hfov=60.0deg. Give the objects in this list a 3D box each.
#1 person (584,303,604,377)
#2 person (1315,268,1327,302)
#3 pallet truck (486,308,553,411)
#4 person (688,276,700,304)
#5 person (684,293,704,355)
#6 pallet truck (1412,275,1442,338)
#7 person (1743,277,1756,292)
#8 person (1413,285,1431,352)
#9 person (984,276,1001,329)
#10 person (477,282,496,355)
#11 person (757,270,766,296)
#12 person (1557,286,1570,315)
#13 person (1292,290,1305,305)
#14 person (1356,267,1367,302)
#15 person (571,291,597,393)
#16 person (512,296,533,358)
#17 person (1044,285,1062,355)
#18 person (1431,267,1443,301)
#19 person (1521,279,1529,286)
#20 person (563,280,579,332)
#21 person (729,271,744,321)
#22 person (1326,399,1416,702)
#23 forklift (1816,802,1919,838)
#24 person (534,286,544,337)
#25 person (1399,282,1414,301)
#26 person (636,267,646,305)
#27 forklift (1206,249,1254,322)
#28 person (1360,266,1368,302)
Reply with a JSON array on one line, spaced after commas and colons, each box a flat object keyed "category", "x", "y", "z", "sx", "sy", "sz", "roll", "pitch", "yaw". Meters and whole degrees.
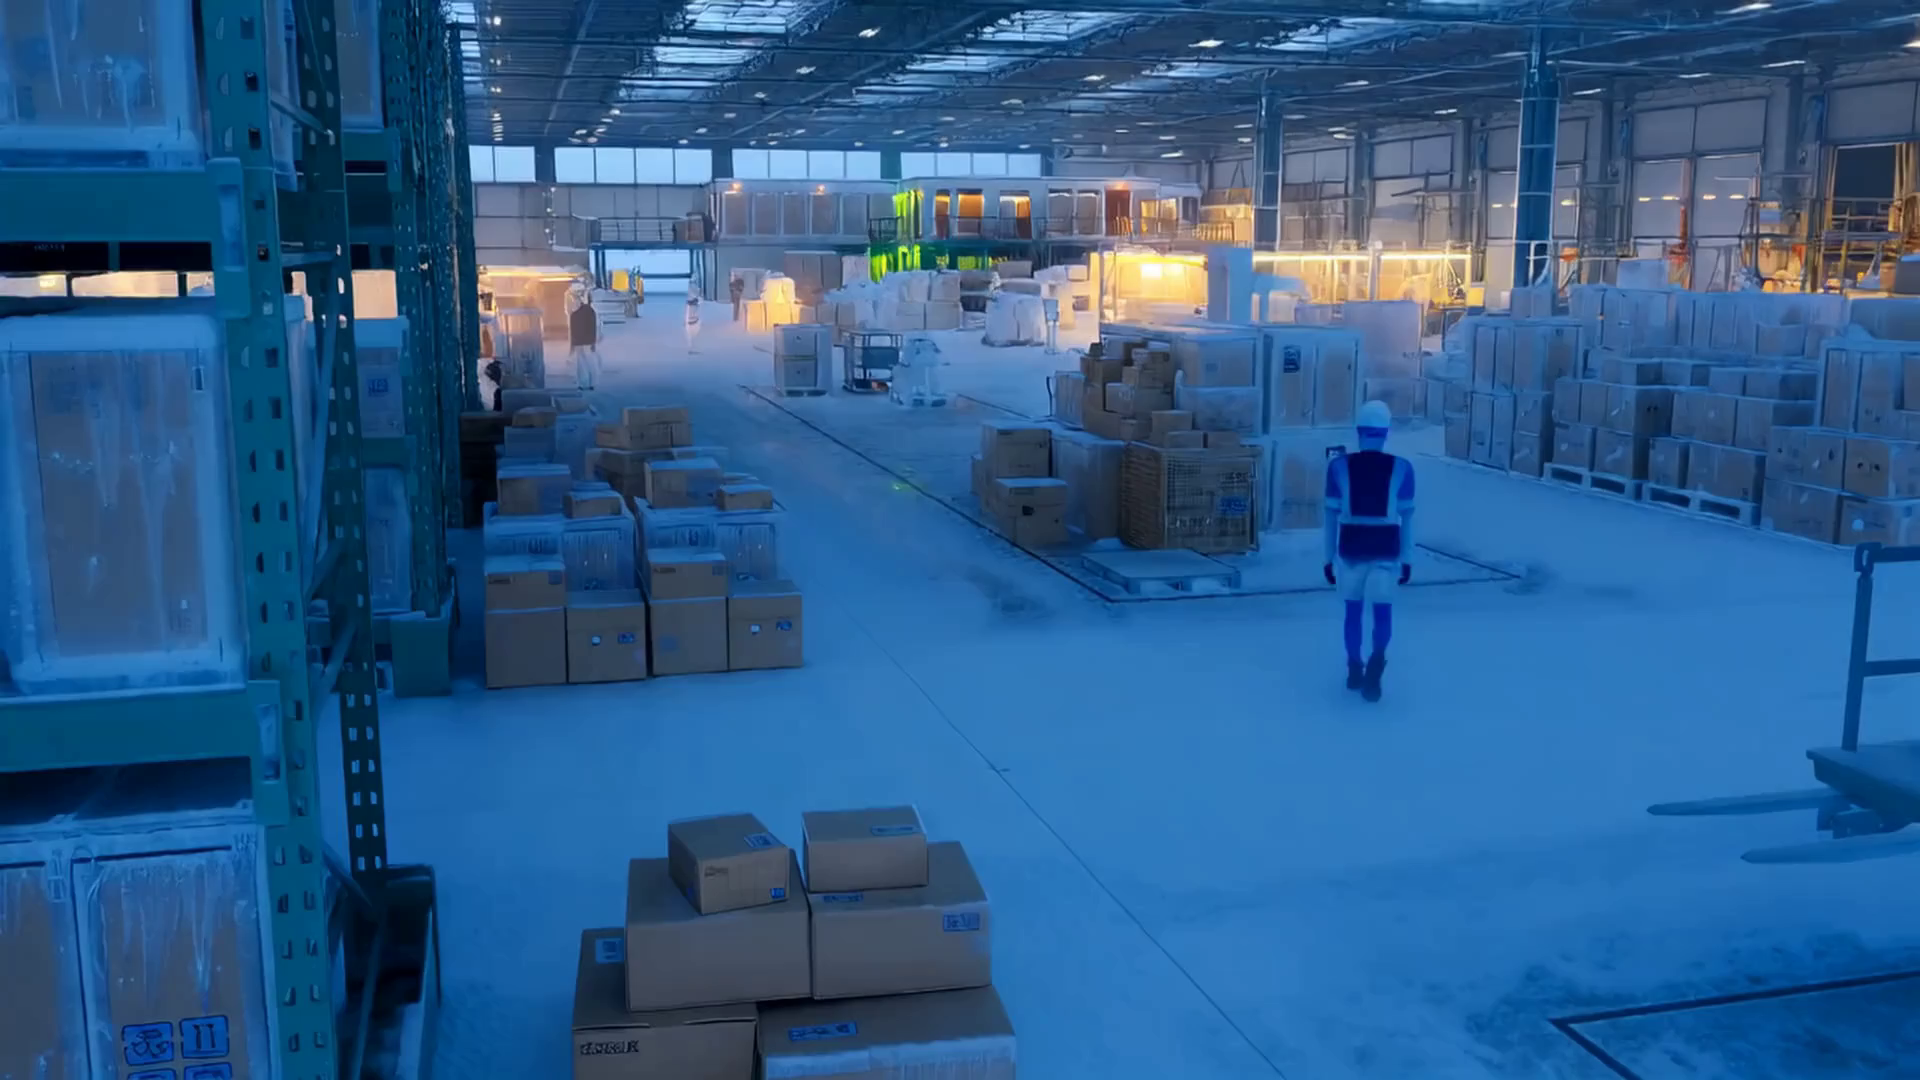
[{"category": "person", "x": -8.122, "y": -4.401, "z": 36.603, "sx": 0.585, "sy": 1.641, "sz": 0.853, "roll": 1, "pitch": 10, "yaw": 5}, {"category": "person", "x": 17.216, "y": -12.065, "z": 79.476, "sx": 0.624, "sy": 1.835, "sz": 0.431, "roll": 10, "pitch": 14, "yaw": 44}, {"category": "pallet truck", "x": -6.242, "y": -2.418, "z": 24.362, "sx": 0.823, "sy": 1.965, "sz": 1.885, "roll": 1, "pitch": 10, "yaw": 3}, {"category": "person", "x": -9.775, "y": -8.797, "z": 61.144, "sx": 0.325, "sy": 1.767, "sz": 0.533, "roll": 9, "pitch": 13, "yaw": 41}, {"category": "person", "x": -7.077, "y": -5.762, "z": 44.355, "sx": 0.546, "sy": 1.609, "sz": 0.699, "roll": 3, "pitch": 10, "yaw": 16}, {"category": "pallet truck", "x": 14.620, "y": -7.324, "z": 52.145, "sx": 0.823, "sy": 1.965, "sz": 1.885, "roll": 8, "pitch": 13, "yaw": 40}, {"category": "person", "x": 24.526, "y": -7.210, "z": 51.775, "sx": 0.383, "sy": 1.917, "sz": 0.643, "roll": 4, "pitch": 11, "yaw": 20}, {"category": "person", "x": 11.015, "y": -5.130, "z": 39.888, "sx": 0.630, "sy": 1.940, "sz": 0.372, "roll": -9, "pitch": 14, "yaw": -43}, {"category": "person", "x": 1.150, "y": -7.784, "z": 55.006, "sx": 0.645, "sy": 1.902, "sz": 0.613, "roll": -6, "pitch": 12, "yaw": -30}, {"category": "person", "x": -12.558, "y": -5.867, "z": 44.061, "sx": 0.543, "sy": 1.939, "sz": 0.360, "roll": -6, "pitch": 12, "yaw": -30}, {"category": "person", "x": -7.955, "y": -10.006, "z": 67.642, "sx": 0.596, "sy": 1.899, "sz": 0.604, "roll": 0, "pitch": 10, "yaw": -1}, {"category": "person", "x": 18.341, "y": -6.824, "z": 50.251, "sx": 0.538, "sy": 1.670, "sz": 0.739, "roll": -9, "pitch": 14, "yaw": -42}, {"category": "person", "x": 7.668, "y": -4.991, "z": 38.814, "sx": 0.985, "sy": 2.000, "sz": 0.690, "roll": 0, "pitch": 10, "yaw": -2}, {"category": "person", "x": 18.828, "y": -11.848, "z": 77.992, "sx": 0.541, "sy": 1.914, "sz": 0.559, "roll": 4, "pitch": 11, "yaw": 21}, {"category": "person", "x": -7.405, "y": -3.882, "z": 32.656, "sx": 0.610, "sy": 1.997, "sz": 0.376, "roll": 5, "pitch": 11, "yaw": 28}, {"category": "person", "x": -9.244, "y": -4.202, "z": 34.939, "sx": 0.609, "sy": 1.842, "sz": 0.938, "roll": 5, "pitch": 11, "yaw": 25}, {"category": "person", "x": 2.465, "y": -5.828, "z": 44.080, "sx": 0.514, "sy": 1.860, "sz": 0.325, "roll": 7, "pitch": 12, "yaw": 34}, {"category": "person", "x": 20.882, "y": -11.015, "z": 73.192, "sx": 0.652, "sy": 1.935, "sz": 1.028, "roll": 1, "pitch": 10, "yaw": 4}, {"category": "person", "x": 16.247, "y": -6.520, "z": 47.803, "sx": 0.736, "sy": 1.911, "sz": 0.647, "roll": -2, "pitch": 10, "yaw": -9}, {"category": "person", "x": -11.376, "y": -6.709, "z": 48.995, "sx": 0.573, "sy": 1.879, "sz": 1.023, "roll": -1, "pitch": 10, "yaw": -4}, {"category": "person", "x": -8.711, "y": -9.517, "z": 64.779, "sx": 0.599, "sy": 1.932, "sz": 0.986, "roll": -2, "pitch": 10, "yaw": -8}, {"category": "person", "x": 2.582, "y": 0.074, "z": 10.513, "sx": 0.551, "sy": 1.916, "sz": 0.787, "roll": 3, "pitch": 10, "yaw": 15}, {"category": "forklift", "x": 5.208, "y": 0.108, "z": 7.562, "sx": 1.873, "sy": 2.768, "sz": 1.129, "roll": -3, "pitch": 10, "yaw": -15}, {"category": "person", "x": -13.359, "y": -7.221, "z": 52.597, "sx": 0.469, "sy": 1.615, "sz": 0.516, "roll": -2, "pitch": 10, "yaw": -12}, {"category": "person", "x": 13.513, "y": -6.909, "z": 50.378, "sx": 0.960, "sy": 1.802, "sz": 0.619, "roll": -3, "pitch": 11, "yaw": -19}, {"category": "person", "x": -15.742, "y": -12.498, "z": 81.876, "sx": 0.517, "sy": 1.842, "sz": 0.327, "roll": 7, "pitch": 12, "yaw": 35}, {"category": "forklift", "x": 3.828, "y": -2.775, "z": 23.888, "sx": 1.873, "sy": 2.768, "sz": 1.129, "roll": -3, "pitch": 10, "yaw": -15}, {"category": "person", "x": 19.766, "y": -12.474, "z": 81.519, "sx": 0.602, "sy": 1.918, "sz": 0.612, "roll": -3, "pitch": 10, "yaw": -17}]
